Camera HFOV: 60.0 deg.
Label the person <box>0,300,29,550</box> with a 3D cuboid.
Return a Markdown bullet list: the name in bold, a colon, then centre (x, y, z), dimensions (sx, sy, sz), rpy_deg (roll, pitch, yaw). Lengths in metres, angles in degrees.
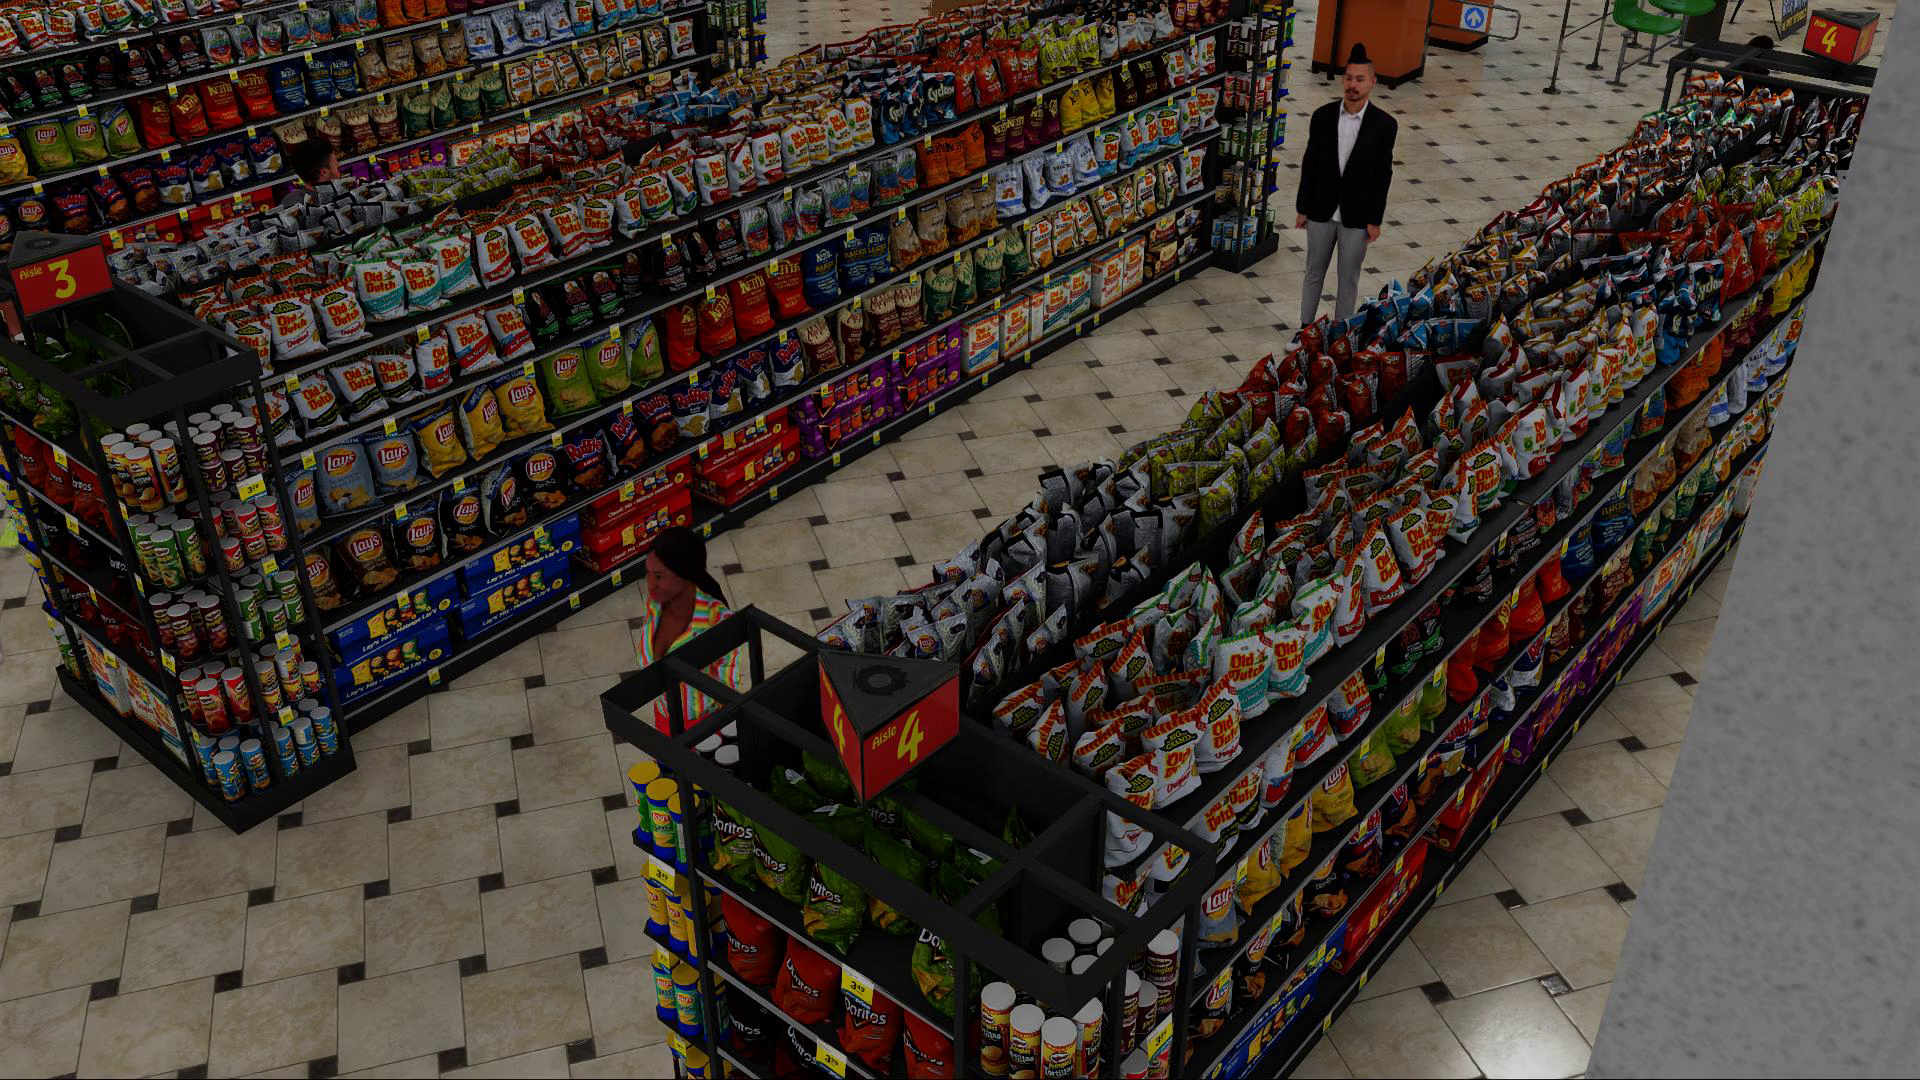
- **person**: centre (-4.833, -0.858, 8.498), dimensions (0.926, 1.714, 1.028), rpy_deg (6, 32, 10)

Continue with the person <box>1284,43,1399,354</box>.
- **person**: centre (2.345, -2.061, 10.211), dimensions (0.763, 1.948, 0.690), rpy_deg (14, 35, 21)

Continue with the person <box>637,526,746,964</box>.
- **person**: centre (-0.860, 0.705, 5.927), dimensions (0.660, 1.778, 0.981), rpy_deg (19, 37, 27)
